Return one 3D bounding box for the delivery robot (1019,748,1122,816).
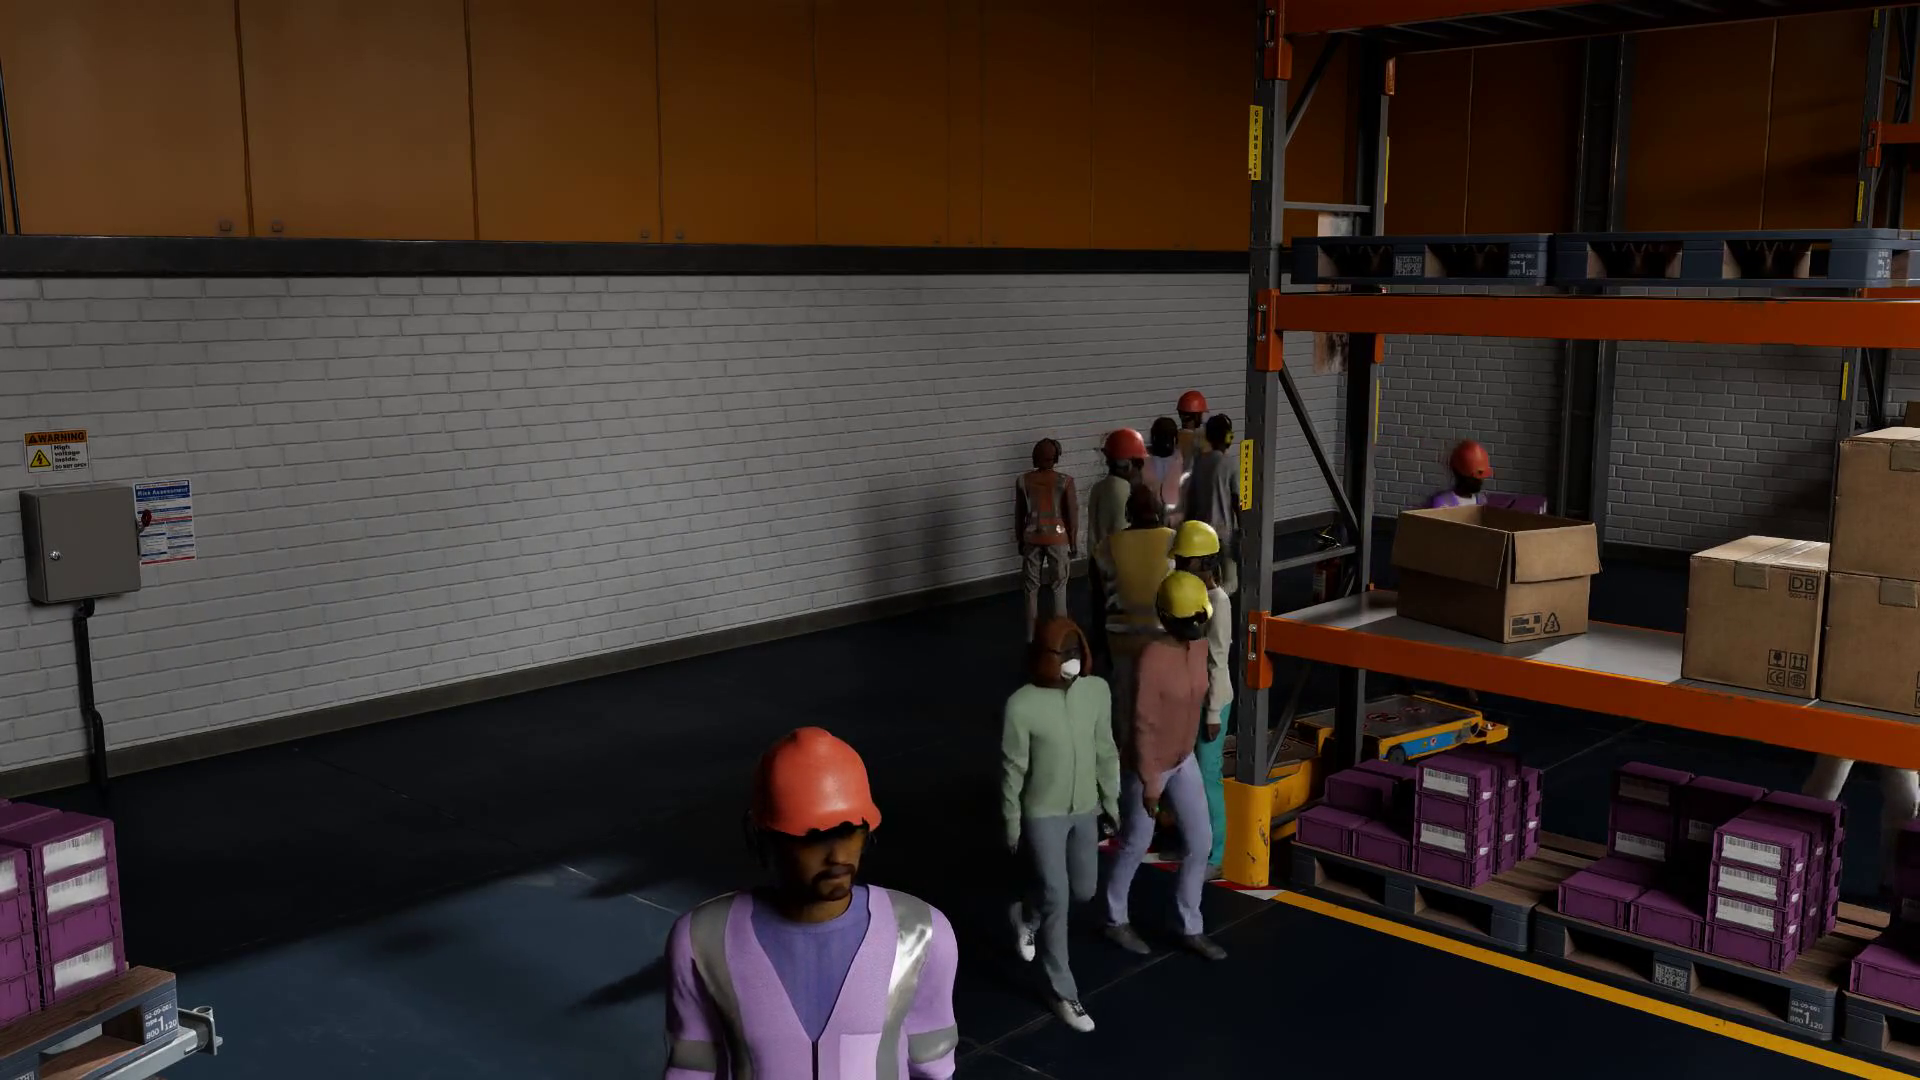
[{"bbox_3d":[0.606,1.241,8.562,0.477,0.478,0.707,6,11,34],"label":"delivery robot"}]

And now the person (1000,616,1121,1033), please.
[{"bbox_3d":[0.367,1.073,6.628,0.505,1.614,0.650,-6,11,-33],"label":"person"}]

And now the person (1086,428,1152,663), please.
[{"bbox_3d":[0.939,0.265,10.527,0.876,1.969,0.629,-3,10,-18],"label":"person"}]

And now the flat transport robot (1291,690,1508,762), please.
[{"bbox_3d":[2.641,1.165,10.182,1.431,0.197,0.652,-7,11,-35],"label":"flat transport robot"}]

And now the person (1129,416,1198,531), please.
[{"bbox_3d":[1.542,-0.054,12.900,0.642,1.824,0.472,0,9,1],"label":"person"}]

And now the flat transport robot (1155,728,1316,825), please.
[{"bbox_3d":[1.489,1.304,9.330,1.431,0.197,0.652,-6,11,-31],"label":"flat transport robot"}]

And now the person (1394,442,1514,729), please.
[{"bbox_3d":[3.195,0.290,10.705,0.627,1.865,1.020,-8,12,-39],"label":"person"}]

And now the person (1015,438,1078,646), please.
[{"bbox_3d":[0.675,0.027,12.966,0.512,1.642,0.312,4,10,23],"label":"person"}]

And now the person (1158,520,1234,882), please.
[{"bbox_3d":[1.142,0.775,8.043,0.340,1.760,0.531,-2,9,-10],"label":"person"}]

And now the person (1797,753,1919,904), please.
[{"bbox_3d":[4.104,0.809,7.563,0.783,1.853,0.539,-4,10,-21],"label":"person"}]

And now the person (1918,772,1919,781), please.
[{"bbox_3d":[5.592,0.447,9.524,0.448,1.922,0.641,-1,9,-6],"label":"person"}]

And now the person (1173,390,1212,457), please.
[{"bbox_3d":[1.915,-0.286,13.979,0.549,1.936,0.377,9,13,43],"label":"person"}]

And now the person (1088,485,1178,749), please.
[{"bbox_3d":[1.051,0.590,9.109,0.681,1.777,0.950,2,10,14],"label":"person"}]

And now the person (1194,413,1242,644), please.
[{"bbox_3d":[1.923,-0.038,12.738,0.628,1.849,0.536,-8,12,-40],"label":"person"}]

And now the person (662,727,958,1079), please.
[{"bbox_3d":[-0.300,1.380,3.433,0.608,2.048,0.363,-1,9,-8],"label":"person"}]

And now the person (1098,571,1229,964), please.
[{"bbox_3d":[0.860,0.958,6.999,0.703,1.723,0.540,9,13,44],"label":"person"}]
